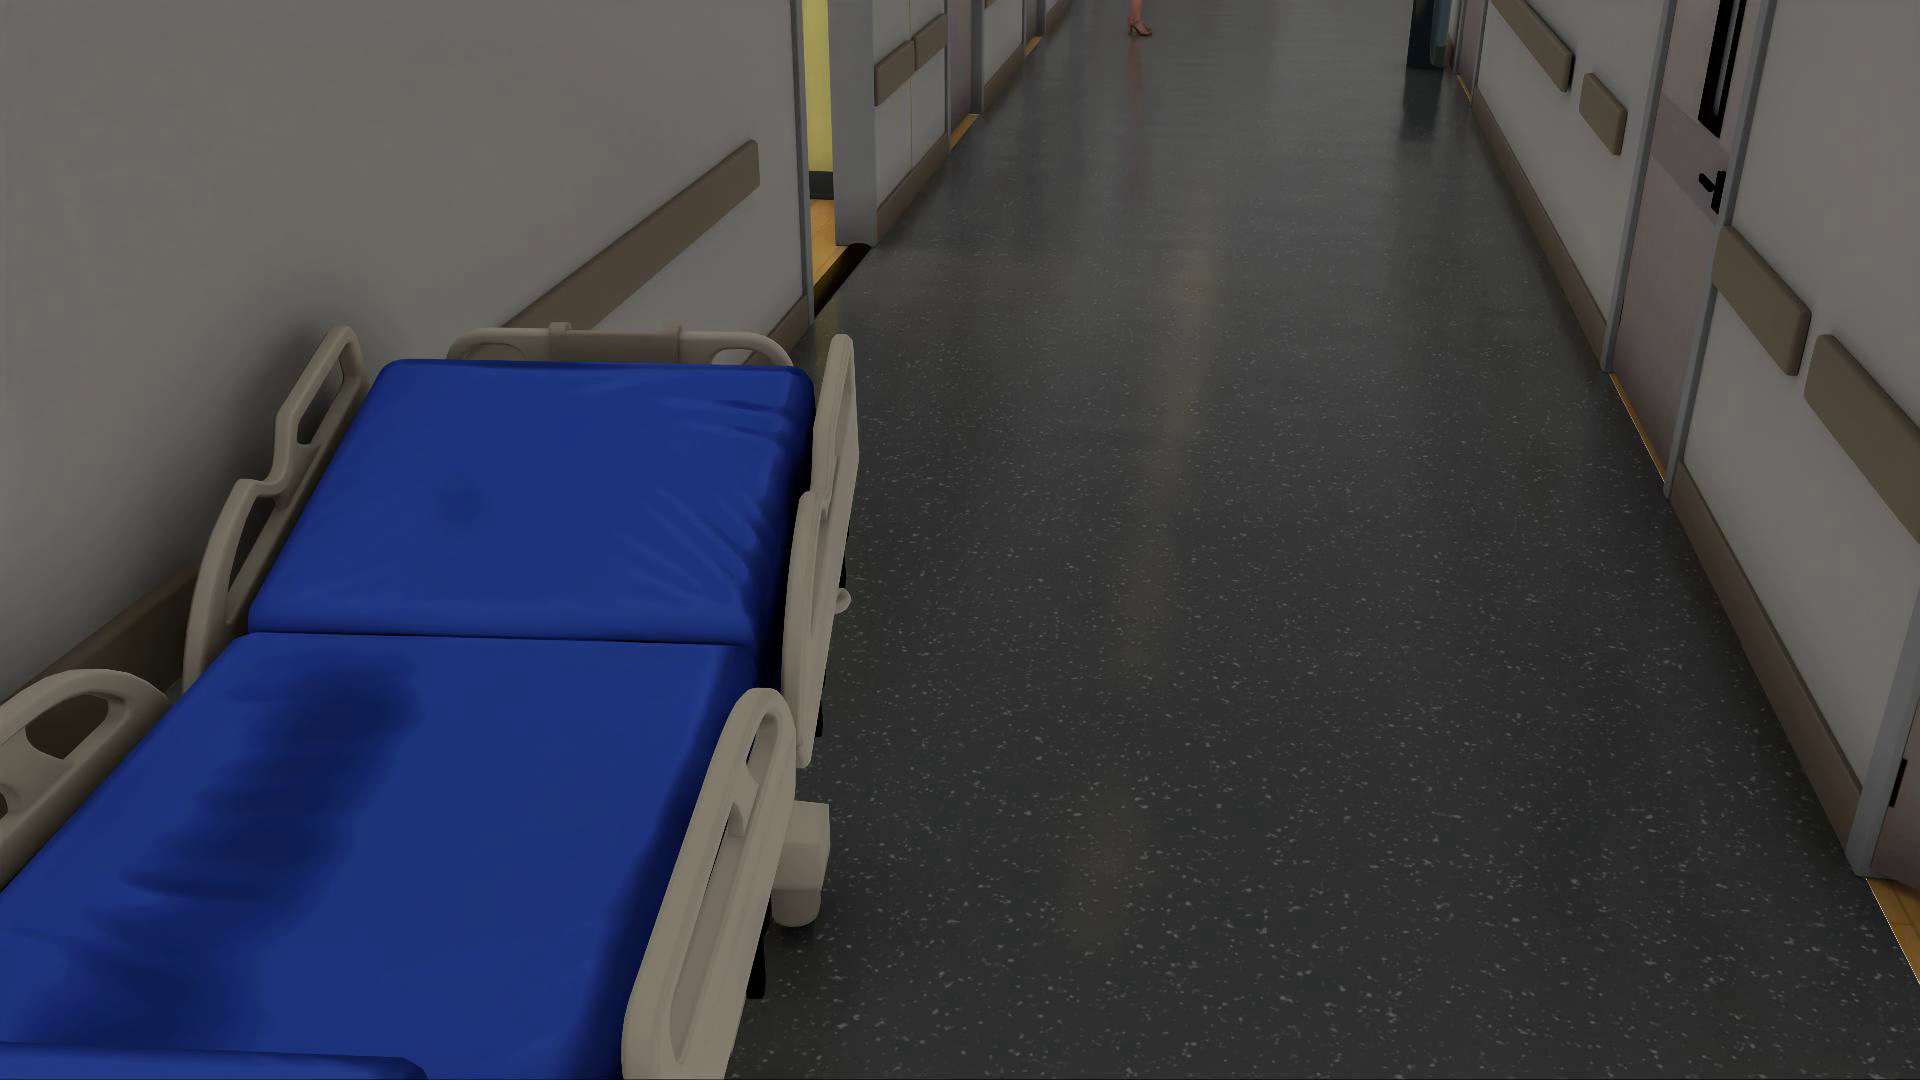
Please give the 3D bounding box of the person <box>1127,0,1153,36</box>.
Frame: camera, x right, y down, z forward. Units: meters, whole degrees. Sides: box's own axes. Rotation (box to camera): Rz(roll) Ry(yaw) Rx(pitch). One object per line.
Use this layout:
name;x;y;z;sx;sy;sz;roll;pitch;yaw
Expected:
person;1.634;-5.407;14.734;0.693;1.773;0.700;-1;26;-2
